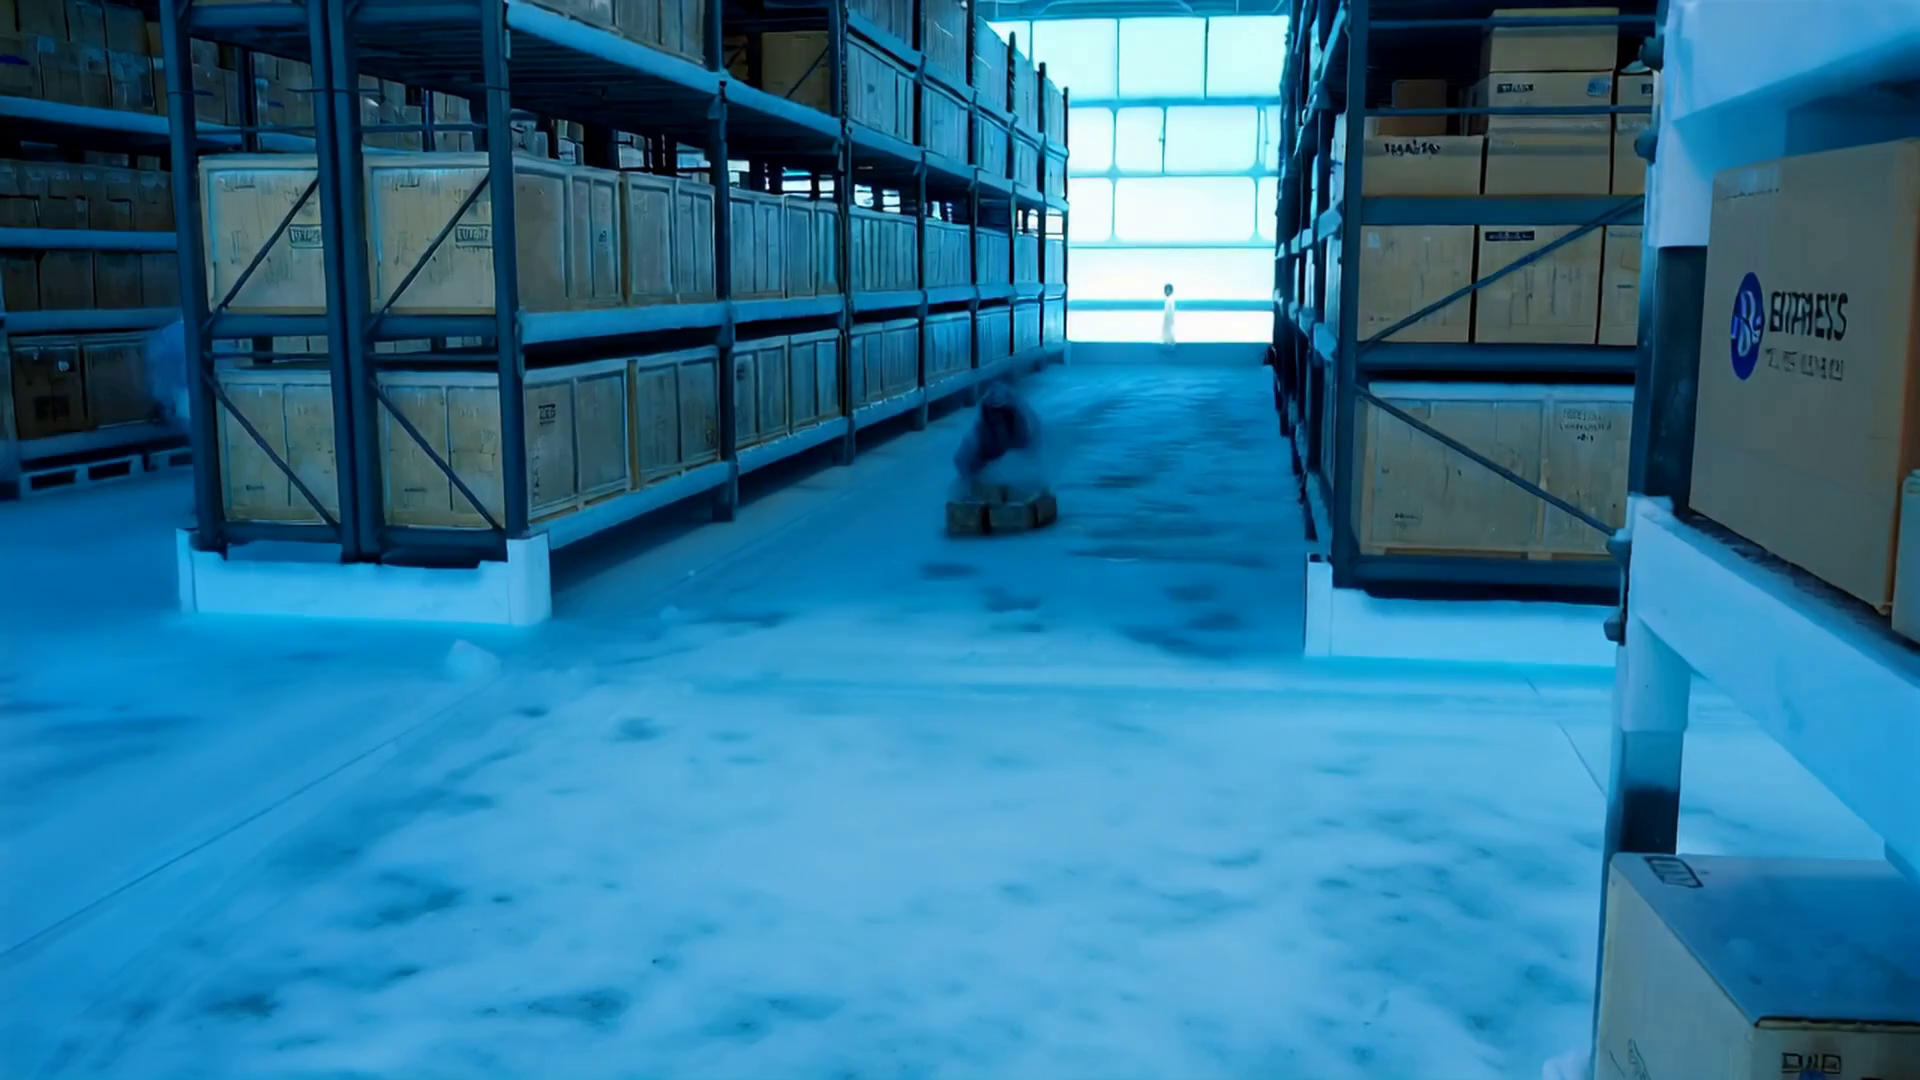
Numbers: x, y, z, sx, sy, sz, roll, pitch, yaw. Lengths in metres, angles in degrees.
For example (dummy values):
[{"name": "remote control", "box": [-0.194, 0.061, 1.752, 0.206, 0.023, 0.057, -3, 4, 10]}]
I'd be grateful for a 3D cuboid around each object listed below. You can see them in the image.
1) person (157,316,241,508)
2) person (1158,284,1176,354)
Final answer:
[{"name": "person", "box": [-6.248, -1.141, 13.840, 0.672, 1.885, 0.609, 1, 9, 4]}, {"name": "person", "box": [5.085, -5.444, 41.002, 0.589, 1.731, 0.569, 2, 9, 10]}]
